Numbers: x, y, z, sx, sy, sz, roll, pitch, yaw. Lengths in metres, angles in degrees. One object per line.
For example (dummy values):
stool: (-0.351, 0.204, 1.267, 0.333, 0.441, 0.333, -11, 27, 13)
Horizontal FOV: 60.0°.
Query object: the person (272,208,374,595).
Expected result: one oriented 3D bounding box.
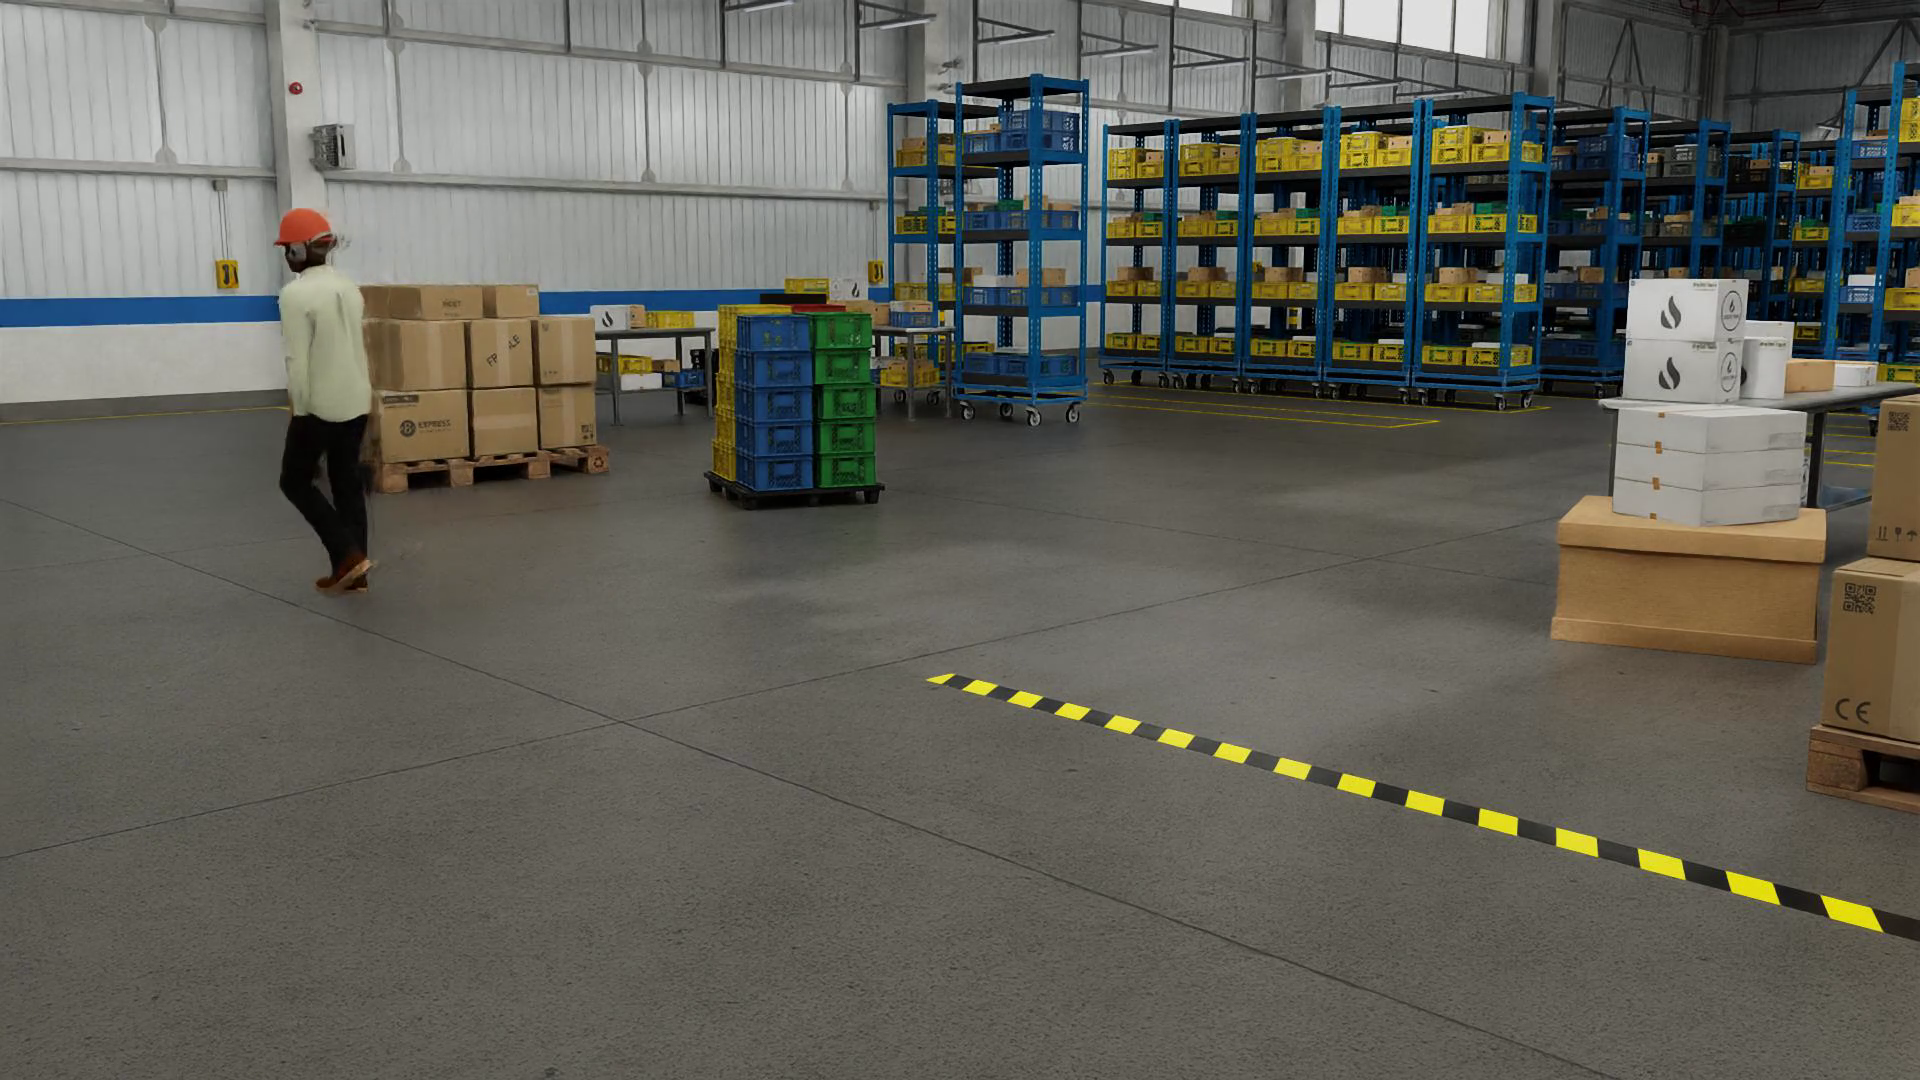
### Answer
person: (-3.229, -0.681, 8.444, 0.439, 1.974, 0.634, 4, 10, 20)
